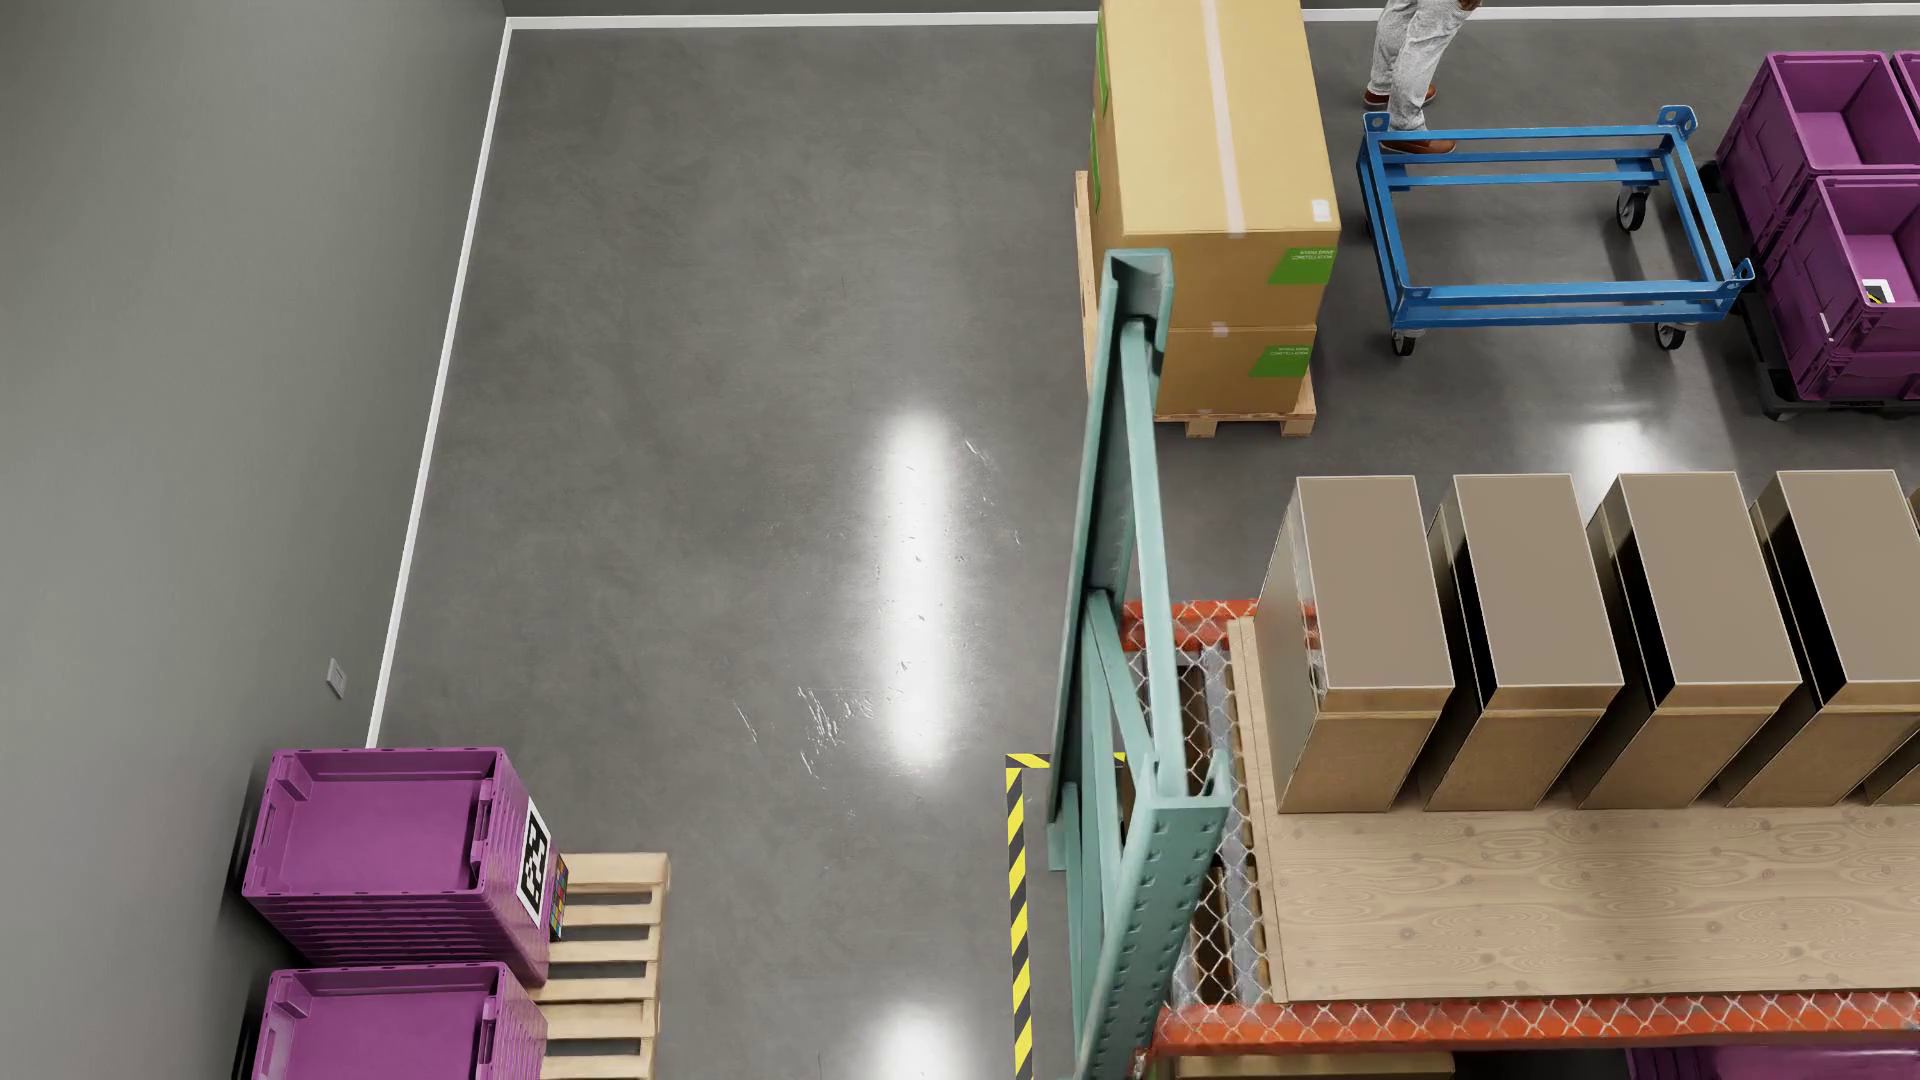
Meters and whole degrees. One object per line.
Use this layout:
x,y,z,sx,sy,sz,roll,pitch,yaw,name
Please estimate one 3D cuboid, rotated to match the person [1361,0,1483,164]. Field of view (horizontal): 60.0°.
1.819,-2.237,6.075,0.372,1.940,0.632,-3,58,-2,person
